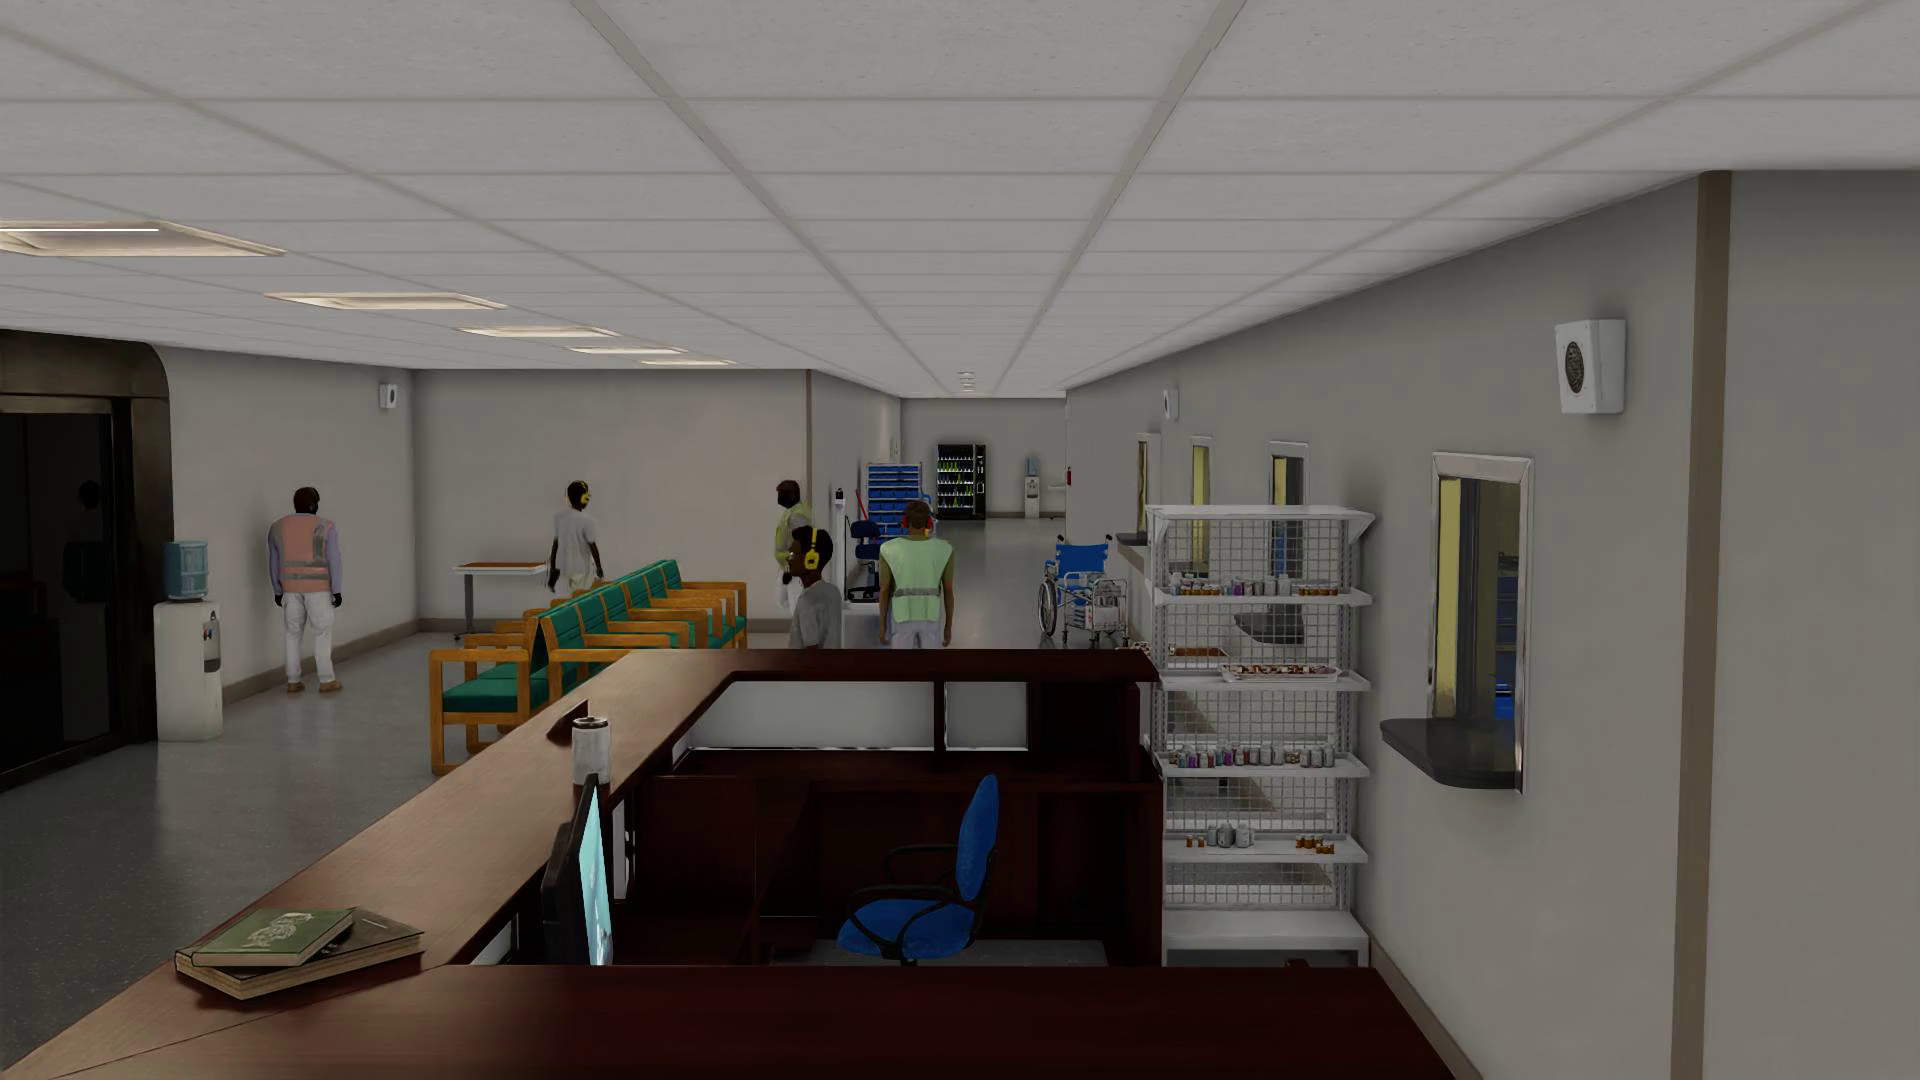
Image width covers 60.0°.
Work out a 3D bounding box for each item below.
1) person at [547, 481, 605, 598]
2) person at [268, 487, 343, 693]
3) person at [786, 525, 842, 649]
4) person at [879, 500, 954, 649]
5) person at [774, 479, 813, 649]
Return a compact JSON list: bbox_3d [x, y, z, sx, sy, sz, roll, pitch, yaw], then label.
[{"bbox_3d":[-3.728,0.330,16.486,0.554,1.824,0.964,3,5,34],"label":"person"},{"bbox_3d":[-5.810,0.444,14.826,0.629,1.842,0.429,0,4,1],"label":"person"},{"bbox_3d":[-0.790,0.857,8.811,0.323,1.876,0.528,1,4,10],"label":"person"},{"bbox_3d":[-0.320,0.623,12.363,0.561,1.838,0.388,-1,4,-10],"label":"person"},{"bbox_3d":[-1.715,0.282,17.242,0.432,1.821,0.641,-1,4,-13],"label":"person"}]
